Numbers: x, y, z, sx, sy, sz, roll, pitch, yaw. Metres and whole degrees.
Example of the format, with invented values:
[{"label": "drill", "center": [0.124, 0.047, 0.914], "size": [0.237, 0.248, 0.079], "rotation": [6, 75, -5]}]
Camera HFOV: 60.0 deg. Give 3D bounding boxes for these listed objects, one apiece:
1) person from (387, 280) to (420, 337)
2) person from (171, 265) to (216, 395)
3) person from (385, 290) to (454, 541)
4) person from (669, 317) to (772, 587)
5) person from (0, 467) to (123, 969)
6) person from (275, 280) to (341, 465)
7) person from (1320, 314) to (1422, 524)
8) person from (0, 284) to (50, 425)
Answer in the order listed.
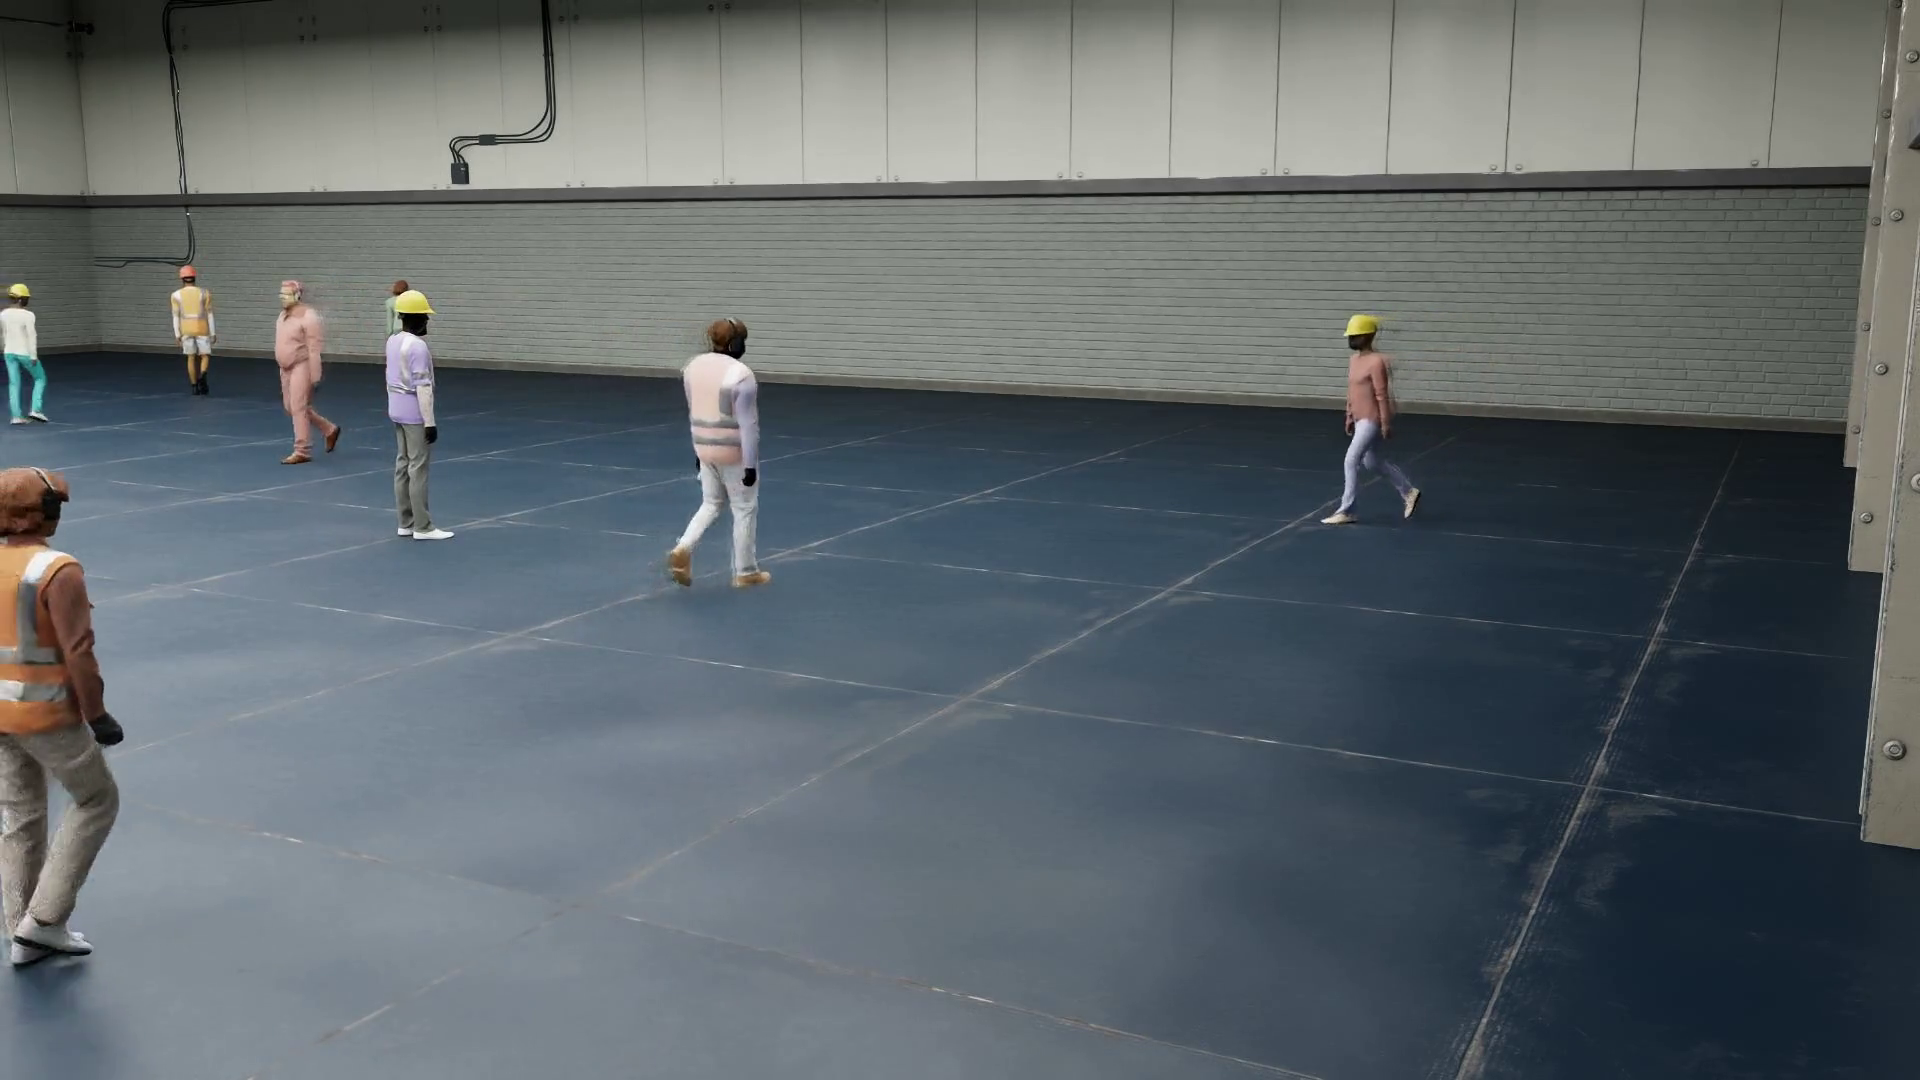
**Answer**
[{"label": "person", "center": [-9.111, -3.454, 27.309], "size": [0.521, 1.613, 0.559], "rotation": [-1, 10, -5]}, {"label": "person", "center": [-11.255, -3.074, 24.437], "size": [0.563, 1.918, 0.466], "rotation": [-4, 11, -19]}, {"label": "person", "center": [-4.223, -0.960, 12.888], "size": [0.380, 1.928, 0.586], "rotation": [-9, 14, -40]}, {"label": "person", "center": [-1.581, -0.554, 10.974], "size": [0.635, 1.822, 0.681], "rotation": [8, 13, 37]}, {"label": "person", "center": [-2.966, 0.576, 5.345], "size": [0.538, 1.614, 0.371], "rotation": [6, 12, 28]}, {"label": "person", "center": [-6.815, -1.751, 17.296], "size": [0.650, 1.890, 0.684], "rotation": [9, 14, 41]}, {"label": "person", "center": [3.408, -0.990, 13.625], "size": [0.854, 1.726, 0.533], "rotation": [-2, 11, -9]}, {"label": "person", "center": [-11.695, -2.312, 20.769], "size": [0.530, 1.749, 0.530], "rotation": [2, 11, 10]}]
